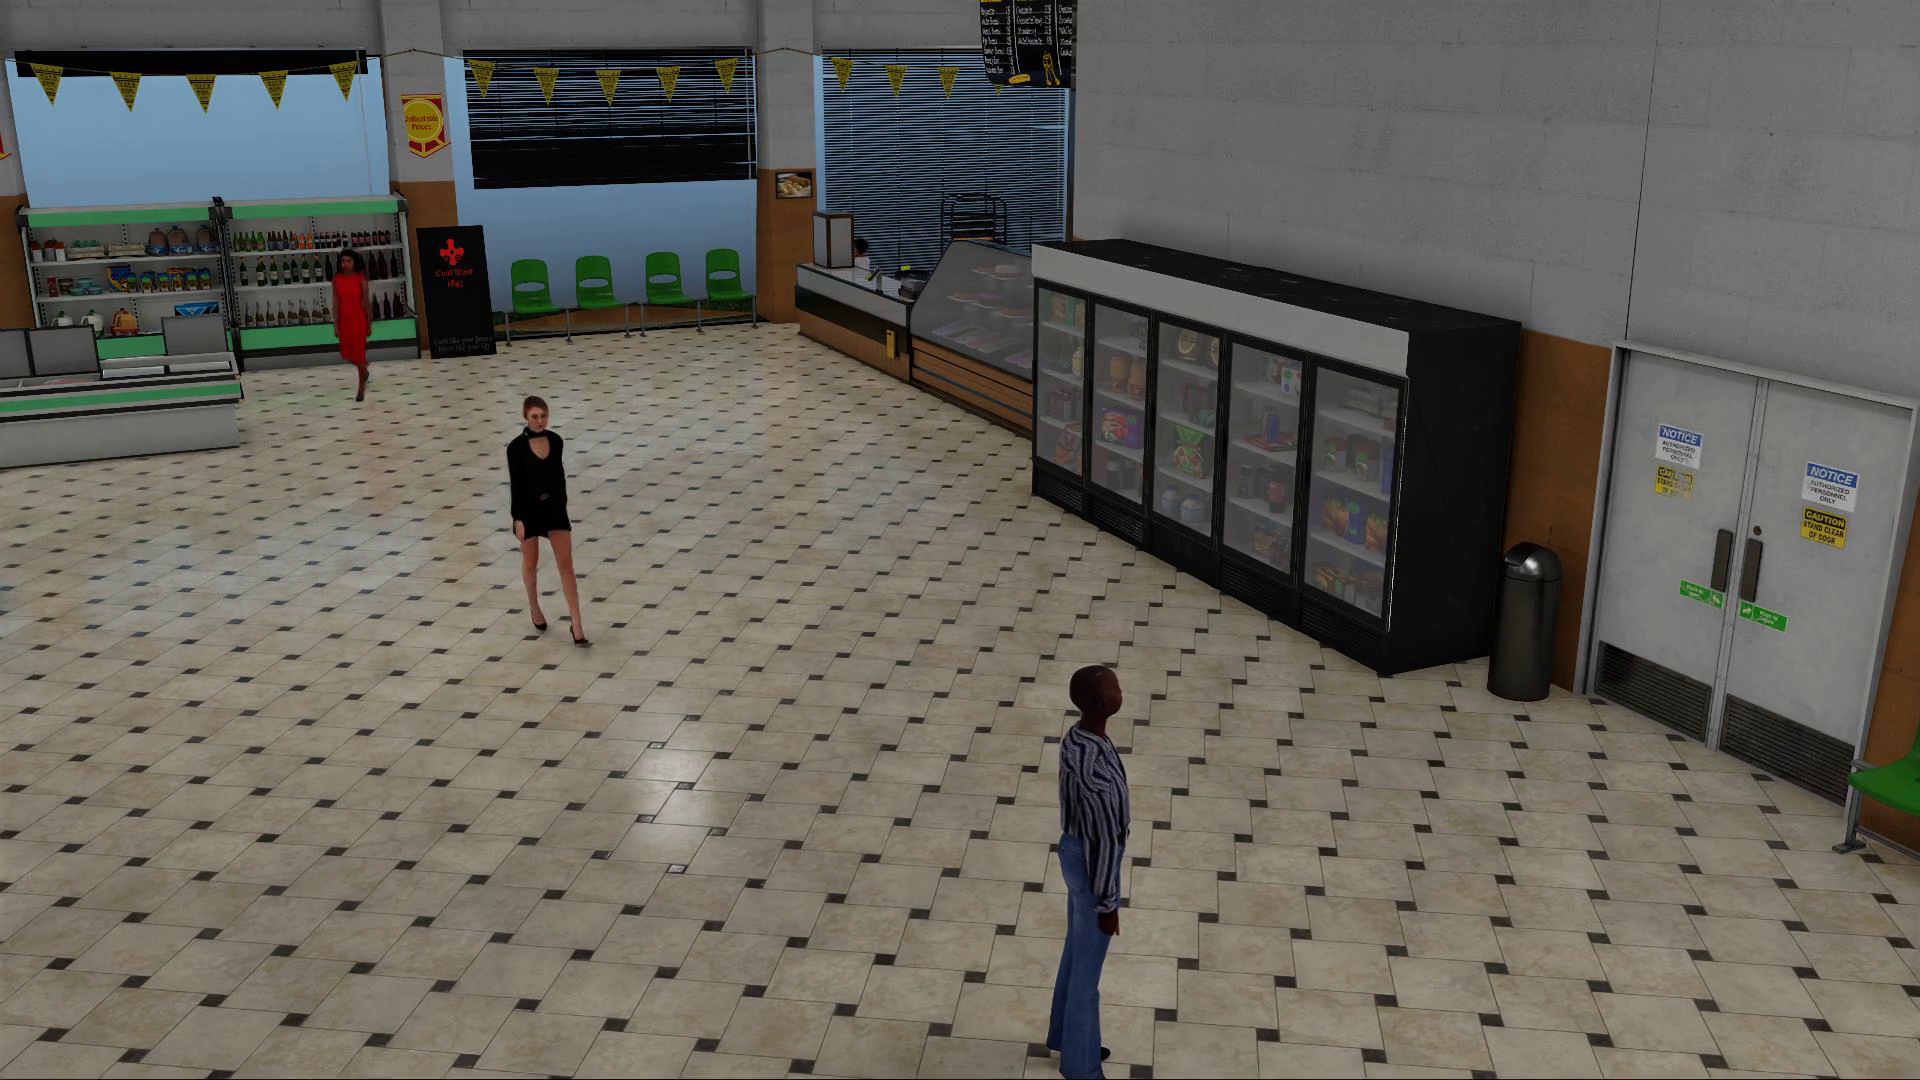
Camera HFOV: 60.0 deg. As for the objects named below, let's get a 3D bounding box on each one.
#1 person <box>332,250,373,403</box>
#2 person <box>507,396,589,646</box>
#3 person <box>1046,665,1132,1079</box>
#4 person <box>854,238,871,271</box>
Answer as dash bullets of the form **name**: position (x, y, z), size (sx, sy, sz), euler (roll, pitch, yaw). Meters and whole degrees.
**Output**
- **person**: position (-6.985, -2.483, 19.220), size (0.864, 1.728, 0.844), euler (0, 17, 0)
- **person**: position (-2.926, -0.144, 11.525), size (1.055, 1.724, 0.754), euler (-11, 20, -32)
- **person**: position (0.509, 1.331, 6.547), size (0.656, 1.795, 0.692), euler (-1, 17, -4)
- **person**: position (-1.435, -3.773, 24.270), size (0.617, 1.262, 0.530), euler (16, 23, 41)
